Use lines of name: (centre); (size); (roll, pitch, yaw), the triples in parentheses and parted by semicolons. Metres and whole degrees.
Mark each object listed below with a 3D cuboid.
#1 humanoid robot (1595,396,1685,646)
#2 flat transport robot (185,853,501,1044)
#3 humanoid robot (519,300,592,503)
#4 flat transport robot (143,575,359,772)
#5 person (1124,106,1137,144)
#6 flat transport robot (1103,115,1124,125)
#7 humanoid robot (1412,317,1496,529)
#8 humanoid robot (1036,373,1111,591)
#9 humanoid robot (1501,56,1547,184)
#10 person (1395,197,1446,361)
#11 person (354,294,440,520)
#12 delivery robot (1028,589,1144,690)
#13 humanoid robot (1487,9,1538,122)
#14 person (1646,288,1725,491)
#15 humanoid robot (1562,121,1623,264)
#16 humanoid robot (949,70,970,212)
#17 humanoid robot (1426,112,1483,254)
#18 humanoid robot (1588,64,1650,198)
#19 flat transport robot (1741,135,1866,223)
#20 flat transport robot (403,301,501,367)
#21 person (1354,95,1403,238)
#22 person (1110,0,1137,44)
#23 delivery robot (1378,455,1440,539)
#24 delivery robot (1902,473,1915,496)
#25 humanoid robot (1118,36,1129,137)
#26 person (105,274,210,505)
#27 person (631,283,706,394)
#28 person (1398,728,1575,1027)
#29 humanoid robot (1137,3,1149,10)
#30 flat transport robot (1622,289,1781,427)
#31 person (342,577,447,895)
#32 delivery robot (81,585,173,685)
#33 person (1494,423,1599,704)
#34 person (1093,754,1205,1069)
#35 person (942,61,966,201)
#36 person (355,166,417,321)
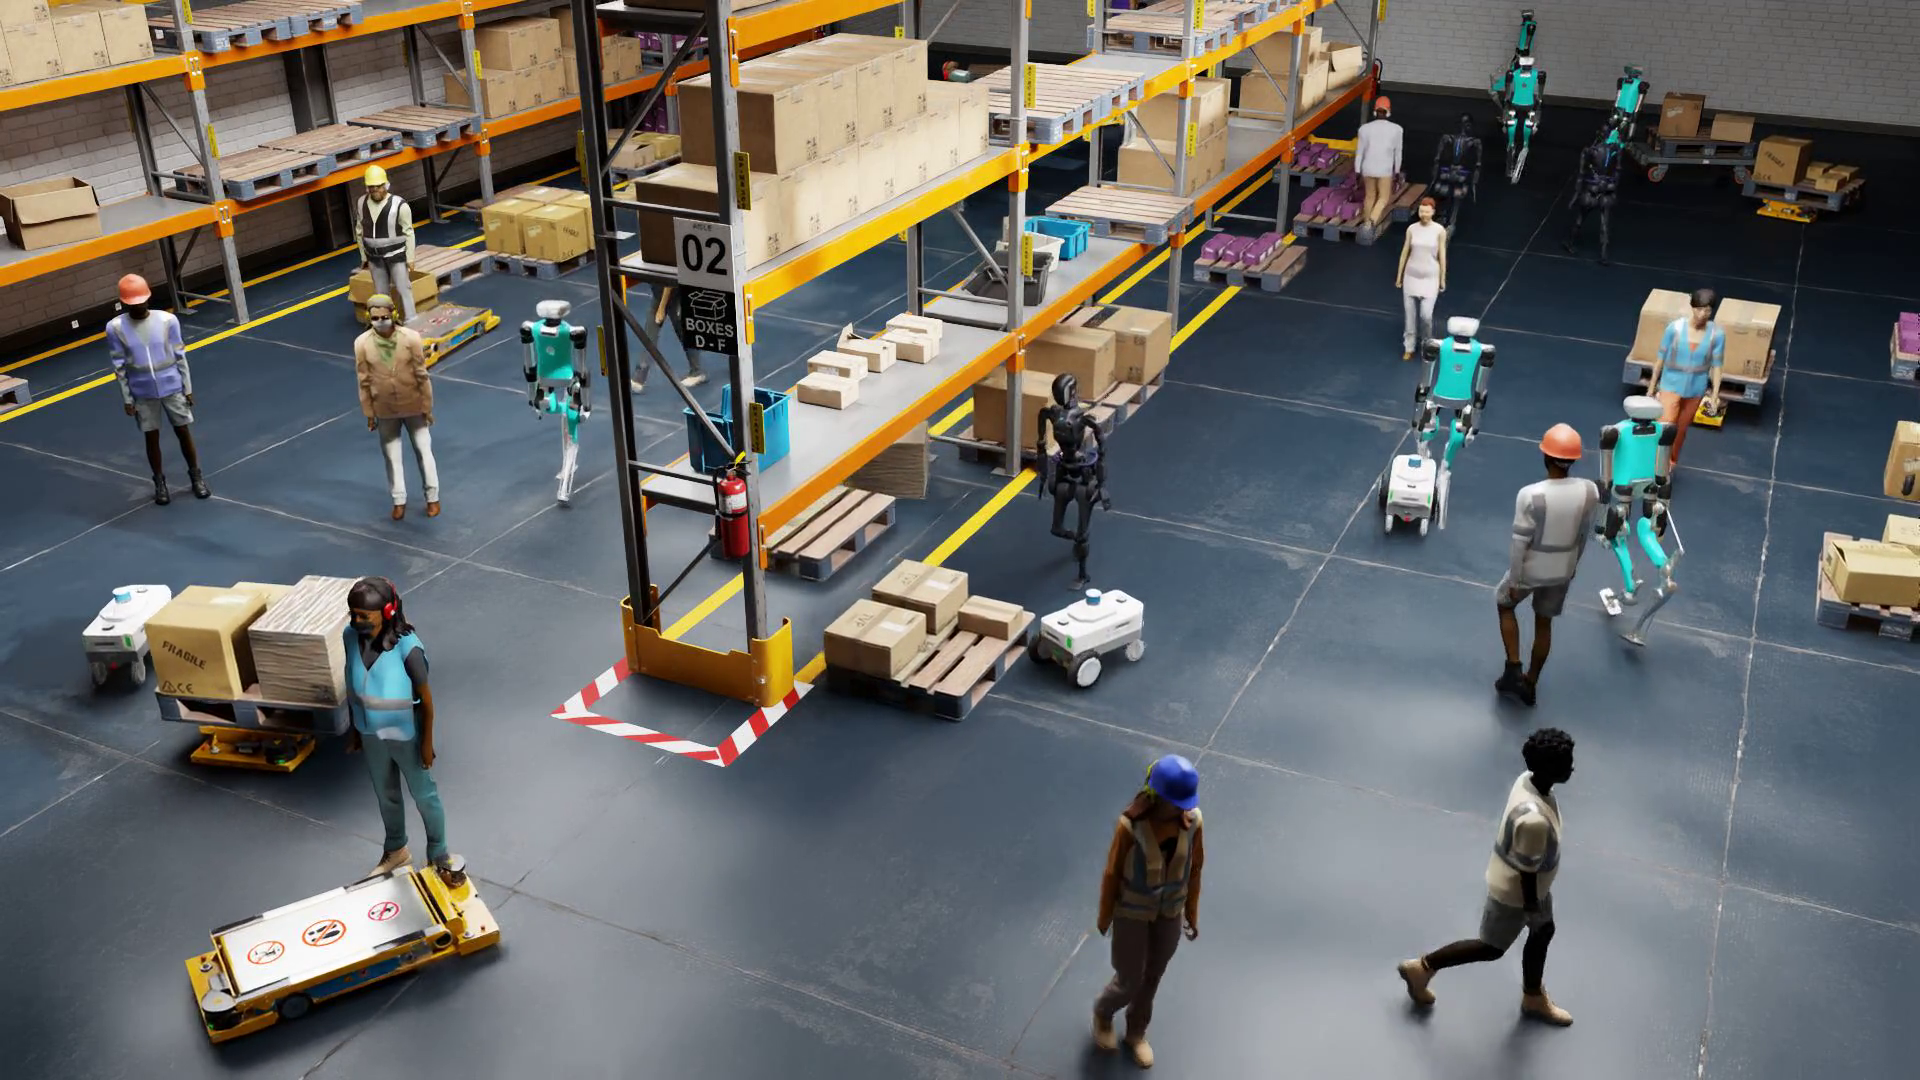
humanoid robot: (4.631, -0.041, 11.234); (0.534, 1.711, 1.013); (-4, 27, -8)
flat transport robot: (-3.180, 2.079, 8.579); (1.431, 0.231, 0.659); (-16, 30, -29)
humanoid robot: (-3.183, -1.178, 13.505); (0.569, 1.743, 0.949); (2, 26, 5)
flat transport robot: (-4.267, 1.015, 10.728); (0.659, 0.231, 1.431); (4, 27, 8)
person: (2.358, -4.972, 21.019); (0.653, 1.877, 0.855); (13, 29, 24)
flat transport robot: (1.912, -6.612, 26.134); (1.431, 0.231, 0.659); (-16, 30, -29)
humanoid robot: (3.815, -0.957, 13.089); (0.540, 1.799, 0.802); (5, 27, 10)
humanoid robot: (0.871, -0.473, 12.158); (0.613, 1.636, 0.510); (13, 29, 25)
humanoid robot: (7.679, -5.706, 22.766); (0.542, 1.887, 0.806); (10, 28, 19)
person: (4.529, -2.549, 16.362); (0.485, 1.645, 0.359); (16, 31, 29)
person: (-4.430, -1.050, 13.110); (0.548, 1.870, 0.391); (-7, 27, -13)
delivery robot: (0.877, 0.620, 11.198); (0.781, 0.591, 0.499); (-18, 32, -33)
humanoid robot: (8.559, -7.418, 25.990); (0.705, 1.696, 0.528); (3, 27, 7)
person: (5.897, -1.184, 13.531); (0.510, 1.720, 0.877); (6, 27, 13)
humanoid robot: (7.477, -4.101, 19.525); (0.602, 1.621, 0.812); (-5, 27, -9)
humanoid robot: (-0.057, -5.078, 21.432); (0.538, 1.811, 0.757); (6, 27, 12)
humanoid robot: (5.857, -4.240, 19.781); (0.598, 1.639, 0.599); (13, 29, 25)
humanoid robot: (8.513, -5.303, 21.845); (0.829, 1.780, 0.621); (-8, 27, -15)
flat transport robot: (10.973, -4.399, 21.664); (0.659, 0.231, 1.431); (22, 34, 37)
flat transport robot: (-5.376, -2.117, 17.054); (0.659, 0.231, 1.431); (7, 27, 15)
person: (5.070, -4.515, 20.242); (0.564, 1.730, 0.601); (14, 30, 26)
person: (2.848, -9.024, 29.150); (0.457, 1.921, 0.541); (-23, 34, -38)
delivery robot: (3.594, -0.404, 13.238); (0.499, 0.564, 0.744); (8, 27, 15)
delivery robot: (8.108, -0.645, 13.765); (0.499, 0.601, 0.802); (12, 29, 23)
humanoid robot: (2.518, -6.804, 24.948); (0.387, 1.637, 0.635); (-4, 27, -8)
person: (-6.446, -1.203, 13.340); (0.539, 1.928, 0.377); (-12, 29, -24)
person: (-2.831, -2.223, 15.541); (0.941, 1.793, 0.518); (-20, 32, -34)
person: (2.607, 1.605, 7.954); (0.783, 1.666, 0.532); (12, 29, 23)
humanoid robot: (2.961, -8.012, 27.402); (0.719, 1.626, 0.596); (22, 34, 37)
flat transport robot: (6.926, -1.435, 15.677); (0.659, 0.231, 1.431); (14, 29, 26)
person: (-3.030, 1.036, 8.885); (0.514, 1.868, 0.391); (7, 27, 14)
delivery robot: (-5.602, 0.600, 11.264); (0.499, 0.613, 0.807); (0, 26, 0)
person: (3.704, 0.156, 10.599); (0.555, 1.920, 0.416); (-2, 26, -4)
person: (0.880, 1.716, 7.641); (0.466, 1.750, 0.401); (-9, 28, -18)
person: (-0.151, -5.331, 21.767); (0.389, 1.847, 0.562); (16, 31, 29)
person: (-5.800, -2.873, 16.815); (0.599, 1.832, 0.404); (4, 27, 8)
